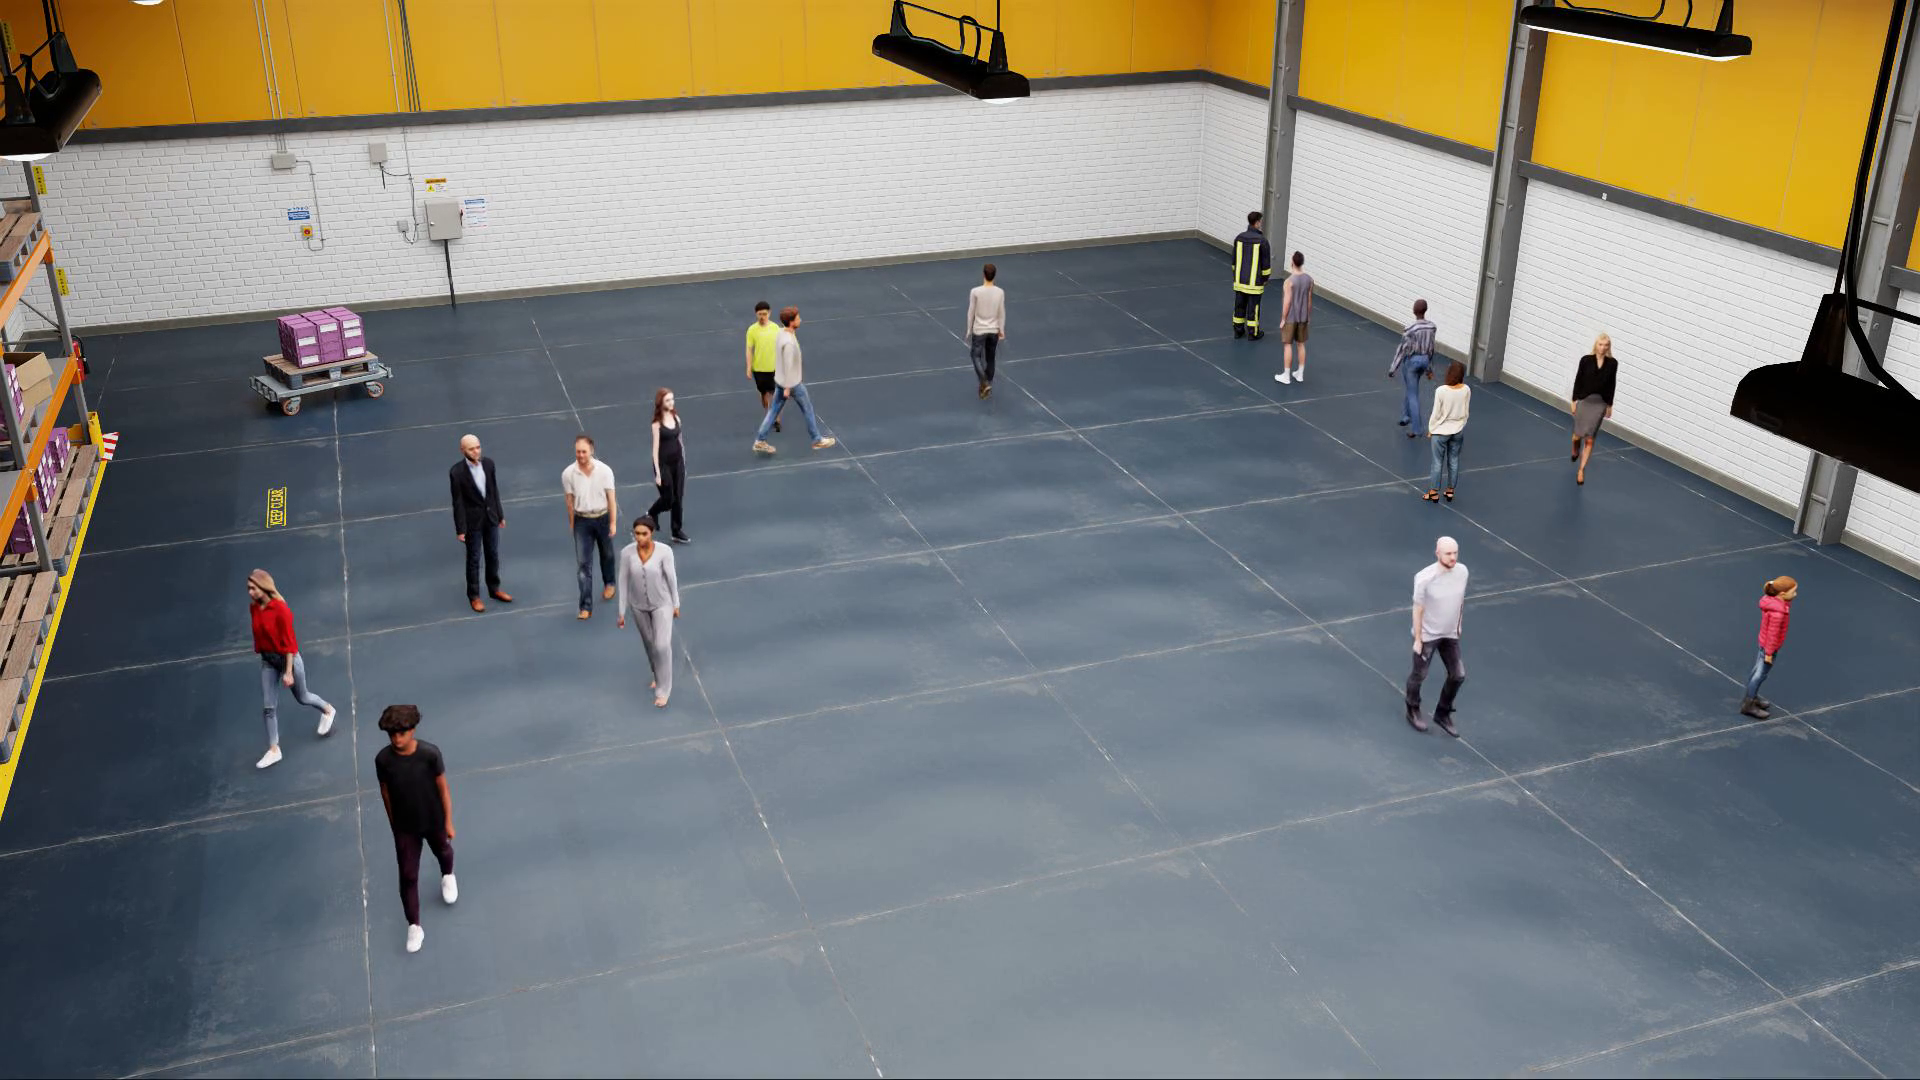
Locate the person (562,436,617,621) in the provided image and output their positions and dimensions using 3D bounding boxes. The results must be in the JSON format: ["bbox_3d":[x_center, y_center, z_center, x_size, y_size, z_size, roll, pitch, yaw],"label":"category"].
[{"bbox_3d":[-3.578,-0.190,16.418,0.935,1.802,1.303,-1,24,-2],"label":"person"}]

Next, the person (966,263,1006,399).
[{"bbox_3d":[0.356,-2.746,22.199,0.740,1.855,0.911,-5,24,-12],"label":"person"}]

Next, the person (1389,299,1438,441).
[{"bbox_3d":[5.763,-2.099,20.822,0.737,1.772,0.890,-12,27,-26],"label":"person"}]

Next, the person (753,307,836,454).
[{"bbox_3d":[-2.183,-1.892,20.254,0.757,1.848,1.205,-10,25,-21],"label":"person"}]

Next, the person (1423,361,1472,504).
[{"bbox_3d":[5.564,-1.237,18.962,0.642,1.683,0.580,-5,24,-11],"label":"person"}]

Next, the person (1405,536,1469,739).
[{"bbox_3d":[4.019,0.767,14.213,0.712,1.814,0.745,-7,25,-15],"label":"person"}]

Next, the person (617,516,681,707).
[{"bbox_3d":[-2.732,0.547,14.847,0.882,1.709,1.023,3,24,7],"label":"person"}]

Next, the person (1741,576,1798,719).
[{"bbox_3d":[7.042,0.910,14.509,0.642,1.314,0.584,11,26,23],"label":"person"}]

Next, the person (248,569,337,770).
[{"bbox_3d":[-5.577,1.012,13.832,1.045,1.670,1.155,8,25,18],"label":"person"}]

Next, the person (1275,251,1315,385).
[{"bbox_3d":[4.623,-3.077,22.964,0.632,1.840,0.562,-10,26,-22],"label":"person"}]

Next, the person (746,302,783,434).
[{"bbox_3d":[-2.473,-2.244,21.275,0.822,1.674,1.071,-2,24,-5],"label":"person"}]

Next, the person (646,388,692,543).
[{"bbox_3d":[-3.201,-0.817,17.930,0.924,1.739,0.821,17,29,34],"label":"person"}]

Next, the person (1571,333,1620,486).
[{"bbox_3d":[7.401,-1.561,19.513,0.842,1.835,0.931,6,24,14],"label":"person"}]

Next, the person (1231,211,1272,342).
[{"bbox_3d":[4.335,-3.960,24.890,0.832,1.923,0.951,17,29,34],"label":"person"}]

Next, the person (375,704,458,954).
[{"bbox_3d":[-3.779,1.903,11.706,0.728,1.741,1.137,-5,24,-12],"label":"person"}]

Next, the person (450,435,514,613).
[{"bbox_3d":[-4.753,-0.201,16.447,0.745,1.798,0.773,20,31,39],"label":"person"}]
